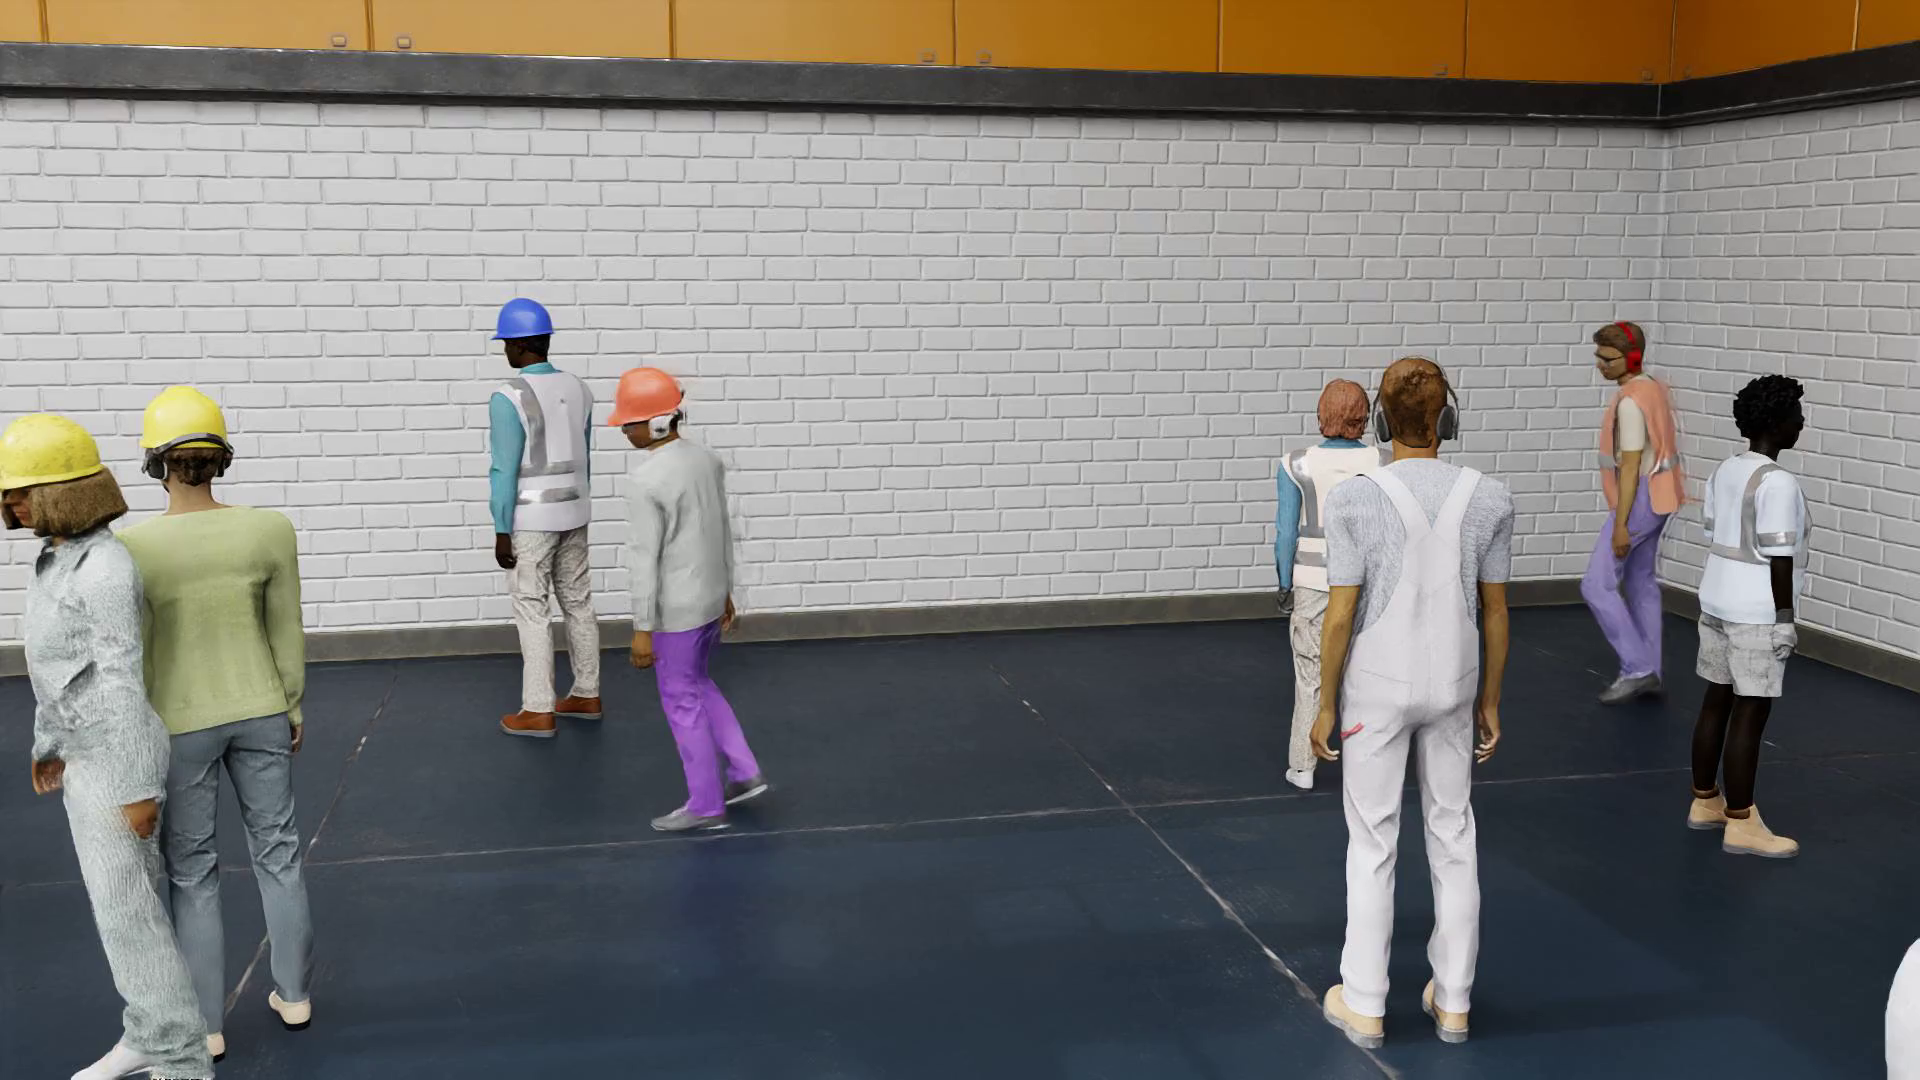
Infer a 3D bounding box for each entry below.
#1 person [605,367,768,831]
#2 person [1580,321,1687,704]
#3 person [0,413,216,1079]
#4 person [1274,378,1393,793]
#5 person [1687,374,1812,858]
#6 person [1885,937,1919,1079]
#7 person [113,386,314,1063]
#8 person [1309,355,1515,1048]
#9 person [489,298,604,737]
[{"bbox_3d":[-1.015,0.232,6.042,0.458,1.720,0.598,3,10,16],"label":"person"},{"bbox_3d":[3.229,-0.127,7.932,0.439,1.822,0.768,6,11,32],"label":"person"},{"bbox_3d":[-2.121,0.550,4.063,0.370,1.732,0.585,-8,12,-40],"label":"person"},{"bbox_3d":[1.489,0.191,6.534,0.512,1.641,0.307,1,9,7],"label":"person"},{"bbox_3d":[2.821,0.261,5.926,0.320,1.698,0.531,0,9,0],"label":"person"},{"bbox_3d":[1.058,0.872,1.607,0.593,1.896,1.029,-2,9,-10],"label":"person"},{"bbox_3d":[-1.971,0.483,4.369,0.317,1.769,0.523,8,13,42],"label":"person"},{"bbox_3d":[1.193,0.435,4.424,0.513,1.841,0.326,-1,9,-4],"label":"person"},{"bbox_3d":[-1.869,-0.100,7.413,0.418,1.939,0.616,5,11,28],"label":"person"}]
